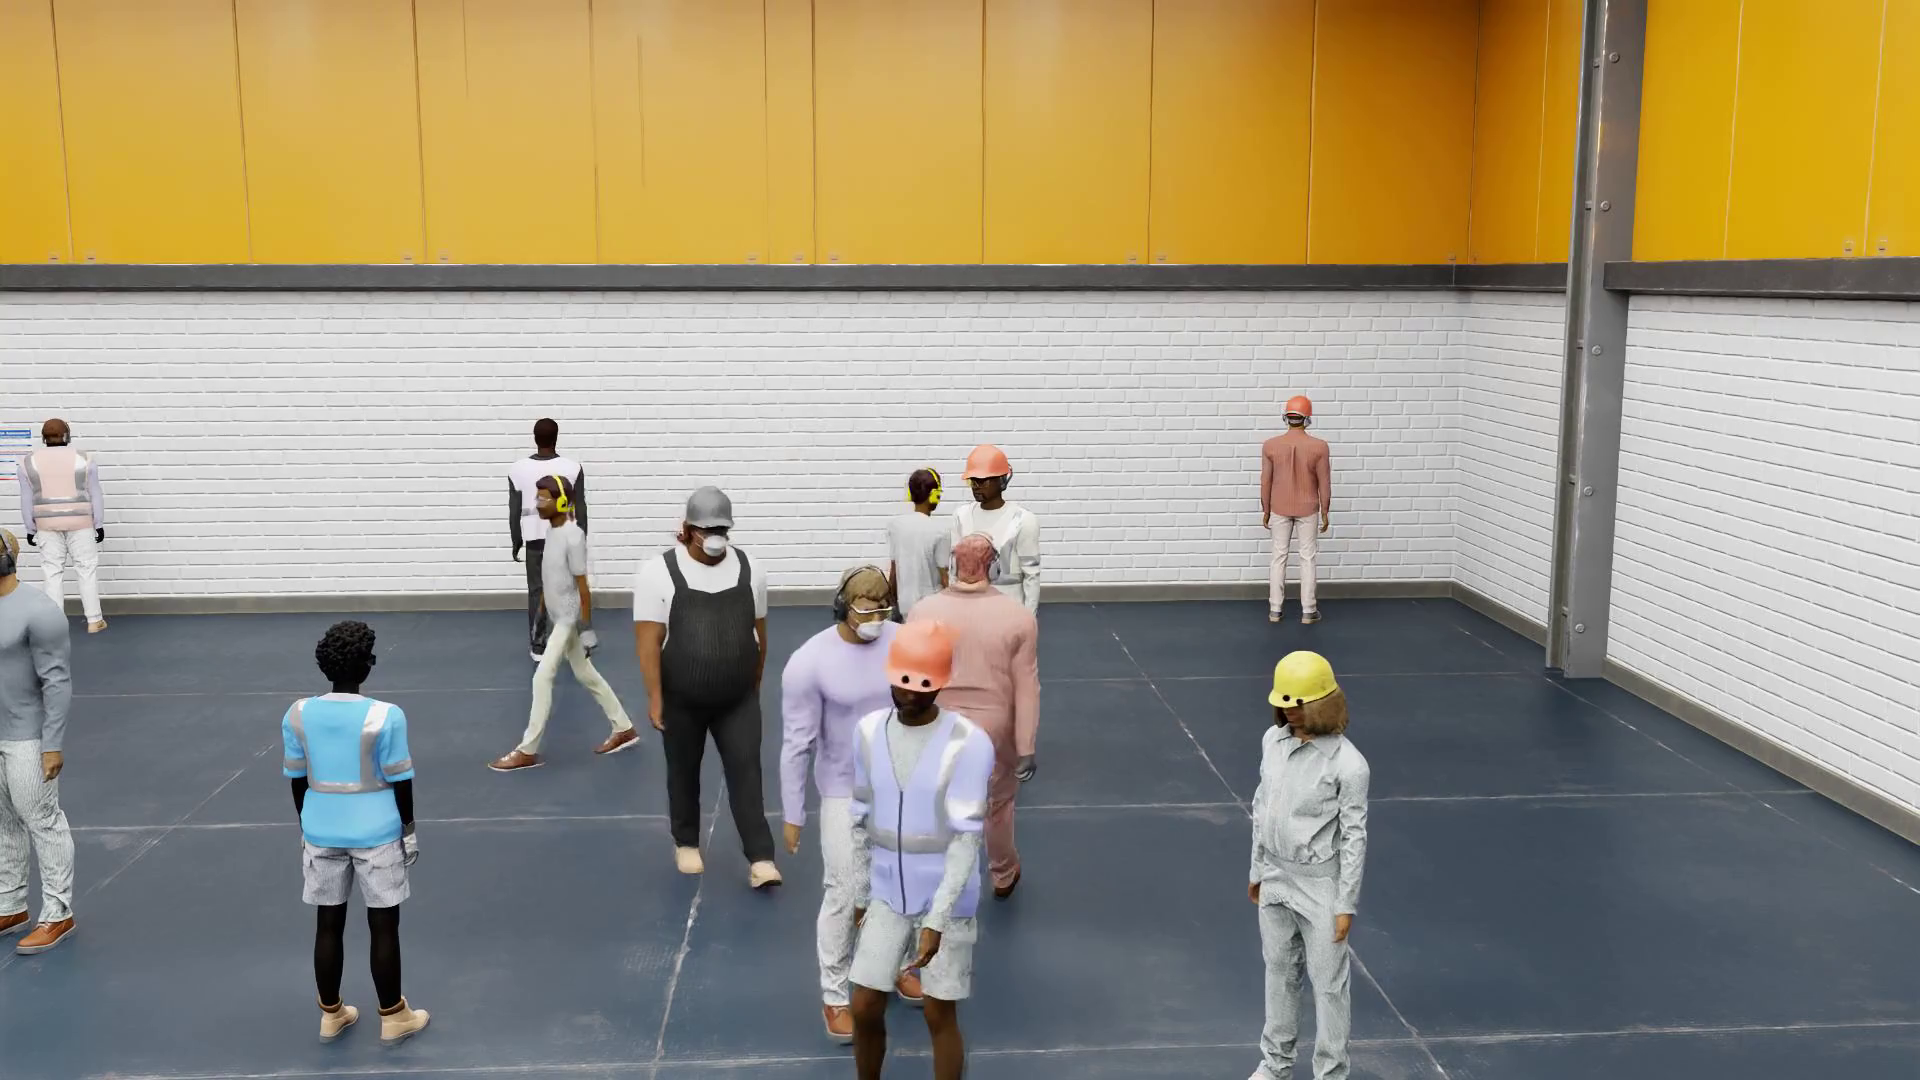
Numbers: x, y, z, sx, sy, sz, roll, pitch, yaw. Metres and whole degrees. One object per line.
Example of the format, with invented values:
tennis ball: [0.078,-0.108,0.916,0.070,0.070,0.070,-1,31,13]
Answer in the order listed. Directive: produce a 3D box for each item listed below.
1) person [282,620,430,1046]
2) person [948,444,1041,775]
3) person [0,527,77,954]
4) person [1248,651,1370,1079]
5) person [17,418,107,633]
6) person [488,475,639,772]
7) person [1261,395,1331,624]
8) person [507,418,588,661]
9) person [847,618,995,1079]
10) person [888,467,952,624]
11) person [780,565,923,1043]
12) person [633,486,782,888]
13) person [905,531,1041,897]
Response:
person: [-2.376,1.155,6.544,0.536,1.696,0.318,1,9,9]
person: [0.172,0.448,9.897,0.614,2.041,0.389,6,11,34]
person: [-4.264,0.886,7.473,0.627,1.940,0.372,3,10,19]
person: [1.205,1.237,5.909,0.316,1.736,0.483,-6,11,-35]
person: [-7.561,-0.109,14.050,0.621,1.838,0.429,-4,10,-21]
person: [-2.450,0.491,10.337,0.968,1.826,0.538,-5,10,-28]
person: [2.928,-0.263,14.515,0.611,1.995,0.380,3,10,20]
person: [-3.234,0.001,13.092,0.597,1.916,0.371,-1,9,-9]
person: [-0.183,1.207,5.526,0.552,1.921,0.509,5,10,27]
person: [-0.266,0.461,10.483,0.535,1.836,0.844,7,12,38]
person: [-0.411,1.020,6.695,0.707,1.917,0.496,-5,10,-30]
person: [-1.228,0.716,8.220,0.694,2.000,0.869,-3,10,-21]
person: [0.059,0.878,7.778,0.668,1.851,0.989,2,9,13]
